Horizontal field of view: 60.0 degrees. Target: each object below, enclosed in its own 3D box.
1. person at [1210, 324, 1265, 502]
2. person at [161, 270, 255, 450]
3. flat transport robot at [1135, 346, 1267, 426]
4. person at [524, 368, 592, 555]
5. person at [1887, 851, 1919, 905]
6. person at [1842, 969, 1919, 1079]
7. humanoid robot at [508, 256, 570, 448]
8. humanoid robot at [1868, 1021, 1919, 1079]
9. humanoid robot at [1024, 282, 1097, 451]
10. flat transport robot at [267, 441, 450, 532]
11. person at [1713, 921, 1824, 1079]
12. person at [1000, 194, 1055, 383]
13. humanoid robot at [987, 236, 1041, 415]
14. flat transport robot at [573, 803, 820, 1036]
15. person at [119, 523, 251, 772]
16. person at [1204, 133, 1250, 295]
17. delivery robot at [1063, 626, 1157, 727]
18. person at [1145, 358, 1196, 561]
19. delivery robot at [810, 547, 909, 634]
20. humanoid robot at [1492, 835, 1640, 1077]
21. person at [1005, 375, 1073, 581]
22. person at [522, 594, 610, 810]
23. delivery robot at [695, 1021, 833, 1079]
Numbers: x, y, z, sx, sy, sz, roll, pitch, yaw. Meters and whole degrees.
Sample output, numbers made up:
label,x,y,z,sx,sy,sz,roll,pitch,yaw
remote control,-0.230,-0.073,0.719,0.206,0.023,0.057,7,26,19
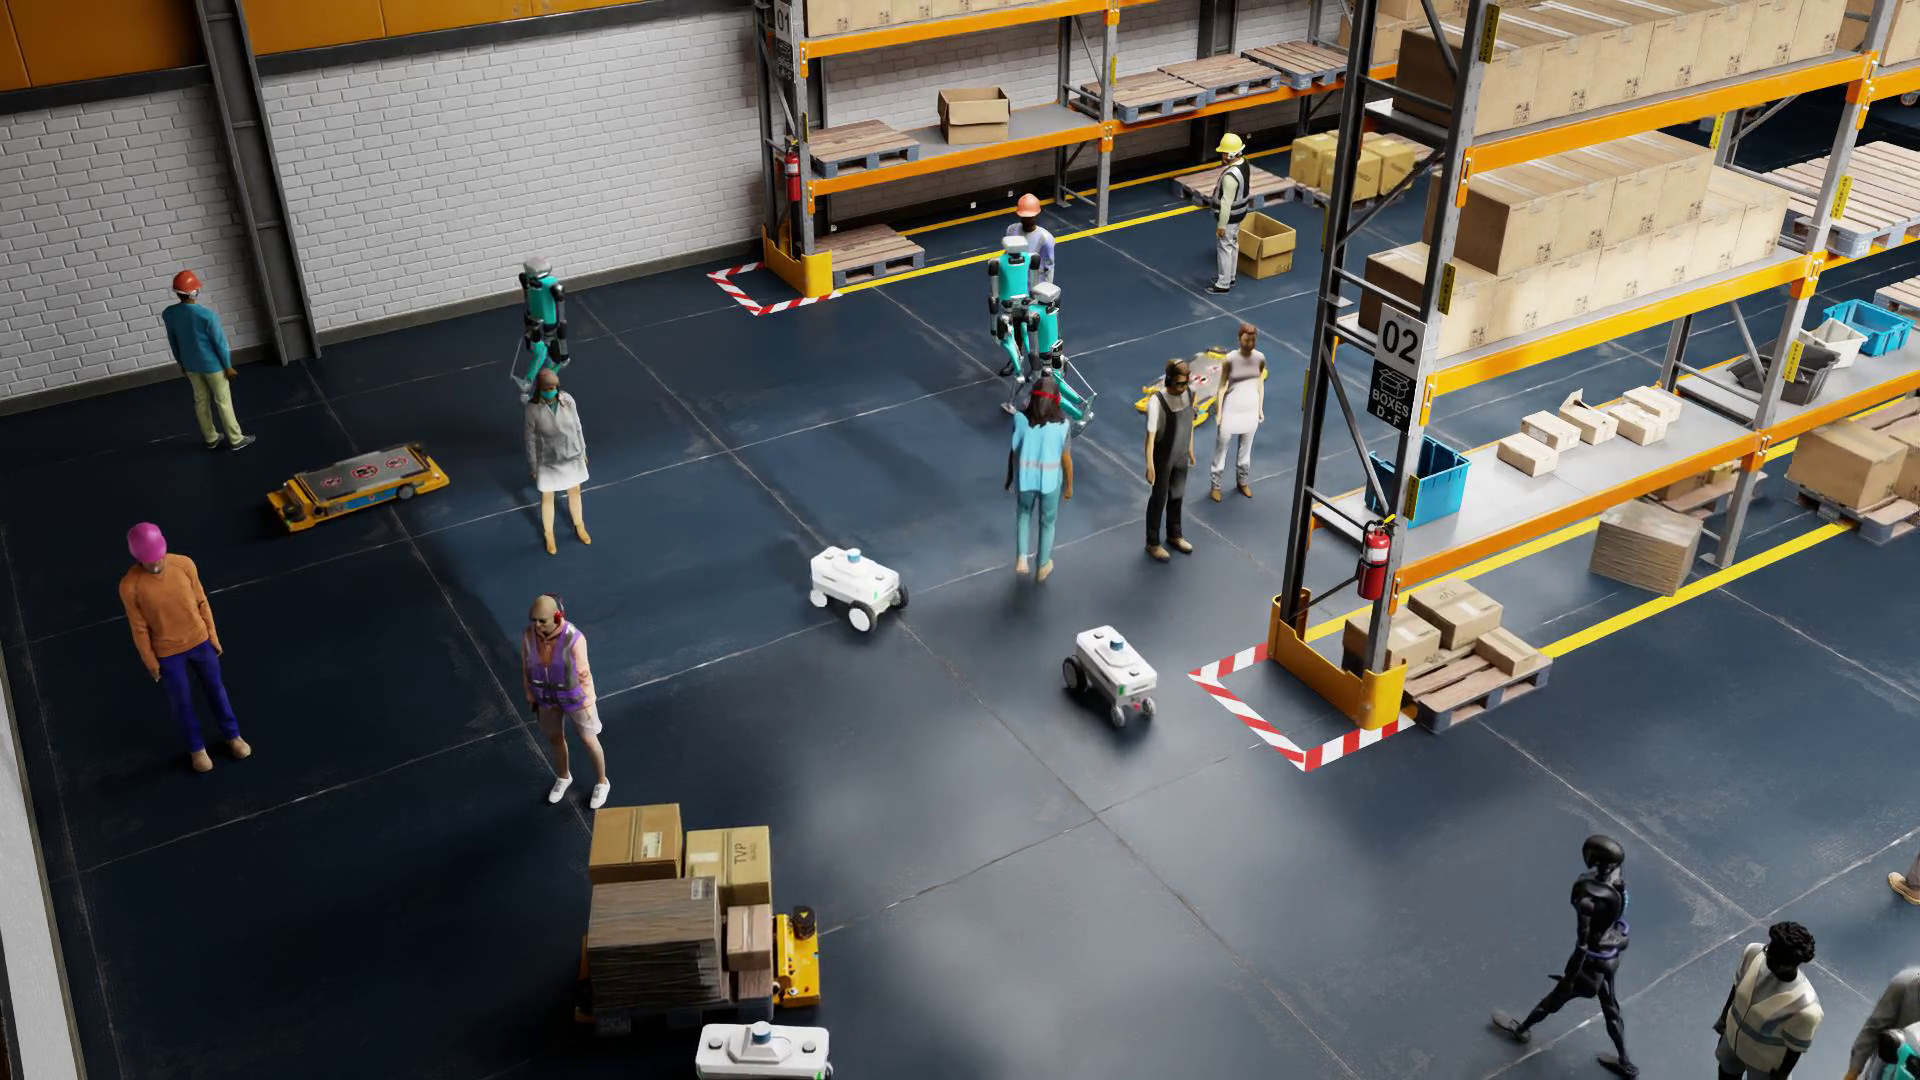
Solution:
label,x,y,z,sx,sy,sz,roll,pitch,yaw
person,2.444,-1.120,14.556,0.442,1.662,0.286,-7,33,-10
person,-6.951,-1.653,15.321,0.563,1.752,0.335,7,33,12
flat transport robot,2.407,-1.528,16.521,0.659,0.231,1.431,23,39,32
person,-3.340,-0.660,13.823,0.495,1.660,0.337,-17,36,-25
person,6.192,1.513,10.251,0.461,1.778,0.308,-3,32,-5
person,4.709,2.695,8.289,0.517,1.858,0.970,26,40,35
humanoid robot,-3.993,-1.654,15.447,0.551,1.886,0.766,21,38,30
humanoid robot,4.124,3.063,7.836,0.974,1.766,0.569,-11,34,-18
humanoid robot,0.950,-1.469,14.919,0.735,1.677,0.533,16,35,24
flat transport robot,-5.379,-0.490,14.865,1.431,0.231,0.659,-21,38,-29
person,4.109,2.610,8.579,0.320,1.693,0.532,-8,33,-13
person,0.656,-2.501,16.499,0.550,1.940,0.346,19,37,28
humanoid robot,0.593,-1.989,15.786,0.530,1.700,0.737,-11,34,-17
flat transport robot,-1.571,2.553,10.012,1.431,0.231,0.659,-3,32,-5
person,-5.320,0.716,11.346,0.511,1.974,0.405,-26,40,-35
person,2.961,-3.593,18.358,0.403,1.821,0.596,13,34,20
delivery robot,1.135,0.964,12.293,0.499,0.611,0.809,-14,35,-21
person,1.731,-0.671,13.687,0.513,1.834,0.366,-23,39,-32
delivery robot,-0.832,0.341,13.253,0.768,0.576,0.499,21,38,30
humanoid robot,3.483,2.271,9.182,0.821,1.616,0.599,23,39,31
person,0.639,-0.474,13.346,0.551,1.854,0.455,9,33,14
person,-2.640,1.065,11.054,0.486,1.685,0.355,7,33,10
delivery robot,-1.085,2.893,9.182,0.759,0.575,0.499,1,32,2
